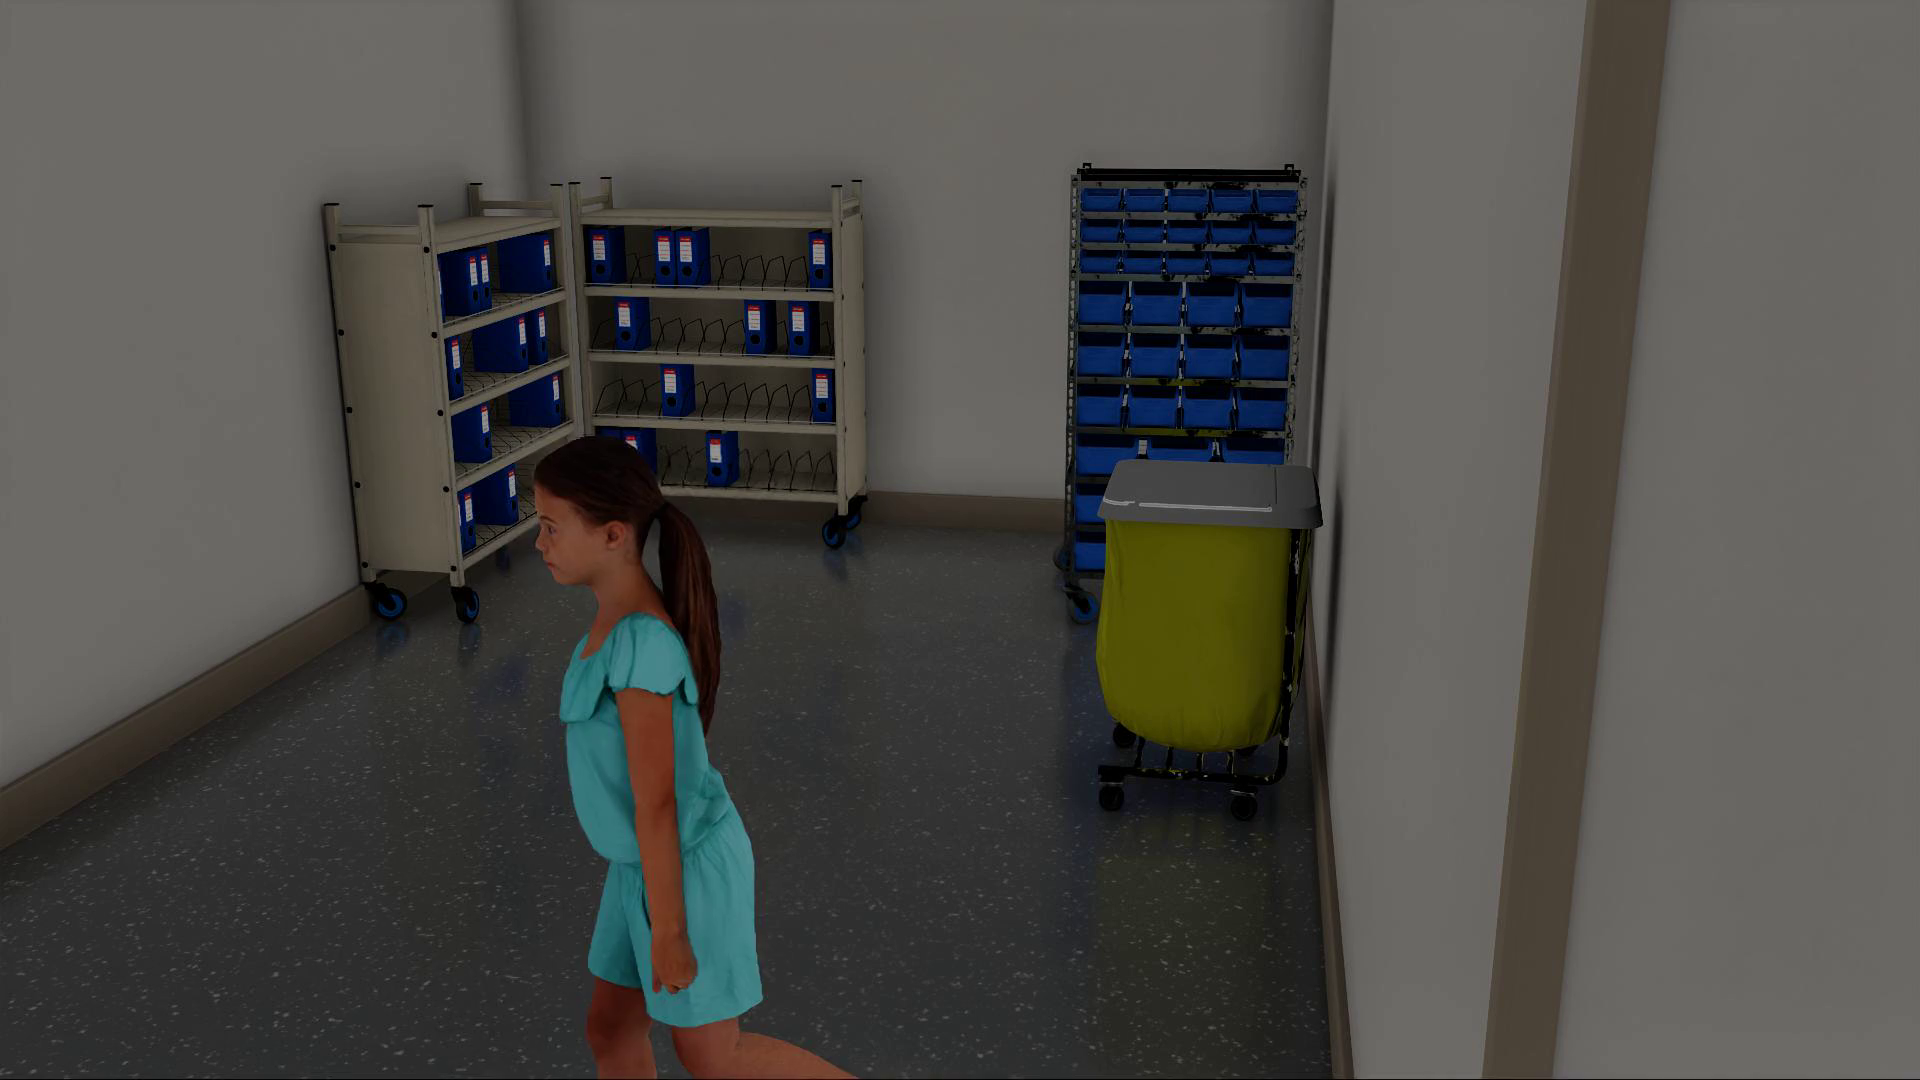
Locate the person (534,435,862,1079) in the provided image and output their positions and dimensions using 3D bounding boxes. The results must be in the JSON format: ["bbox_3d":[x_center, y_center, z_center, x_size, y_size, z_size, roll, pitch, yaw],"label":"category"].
[{"bbox_3d":[-0.418,0.578,2.909,1.061,1.523,0.801,-3,16,-11],"label":"person"}]
